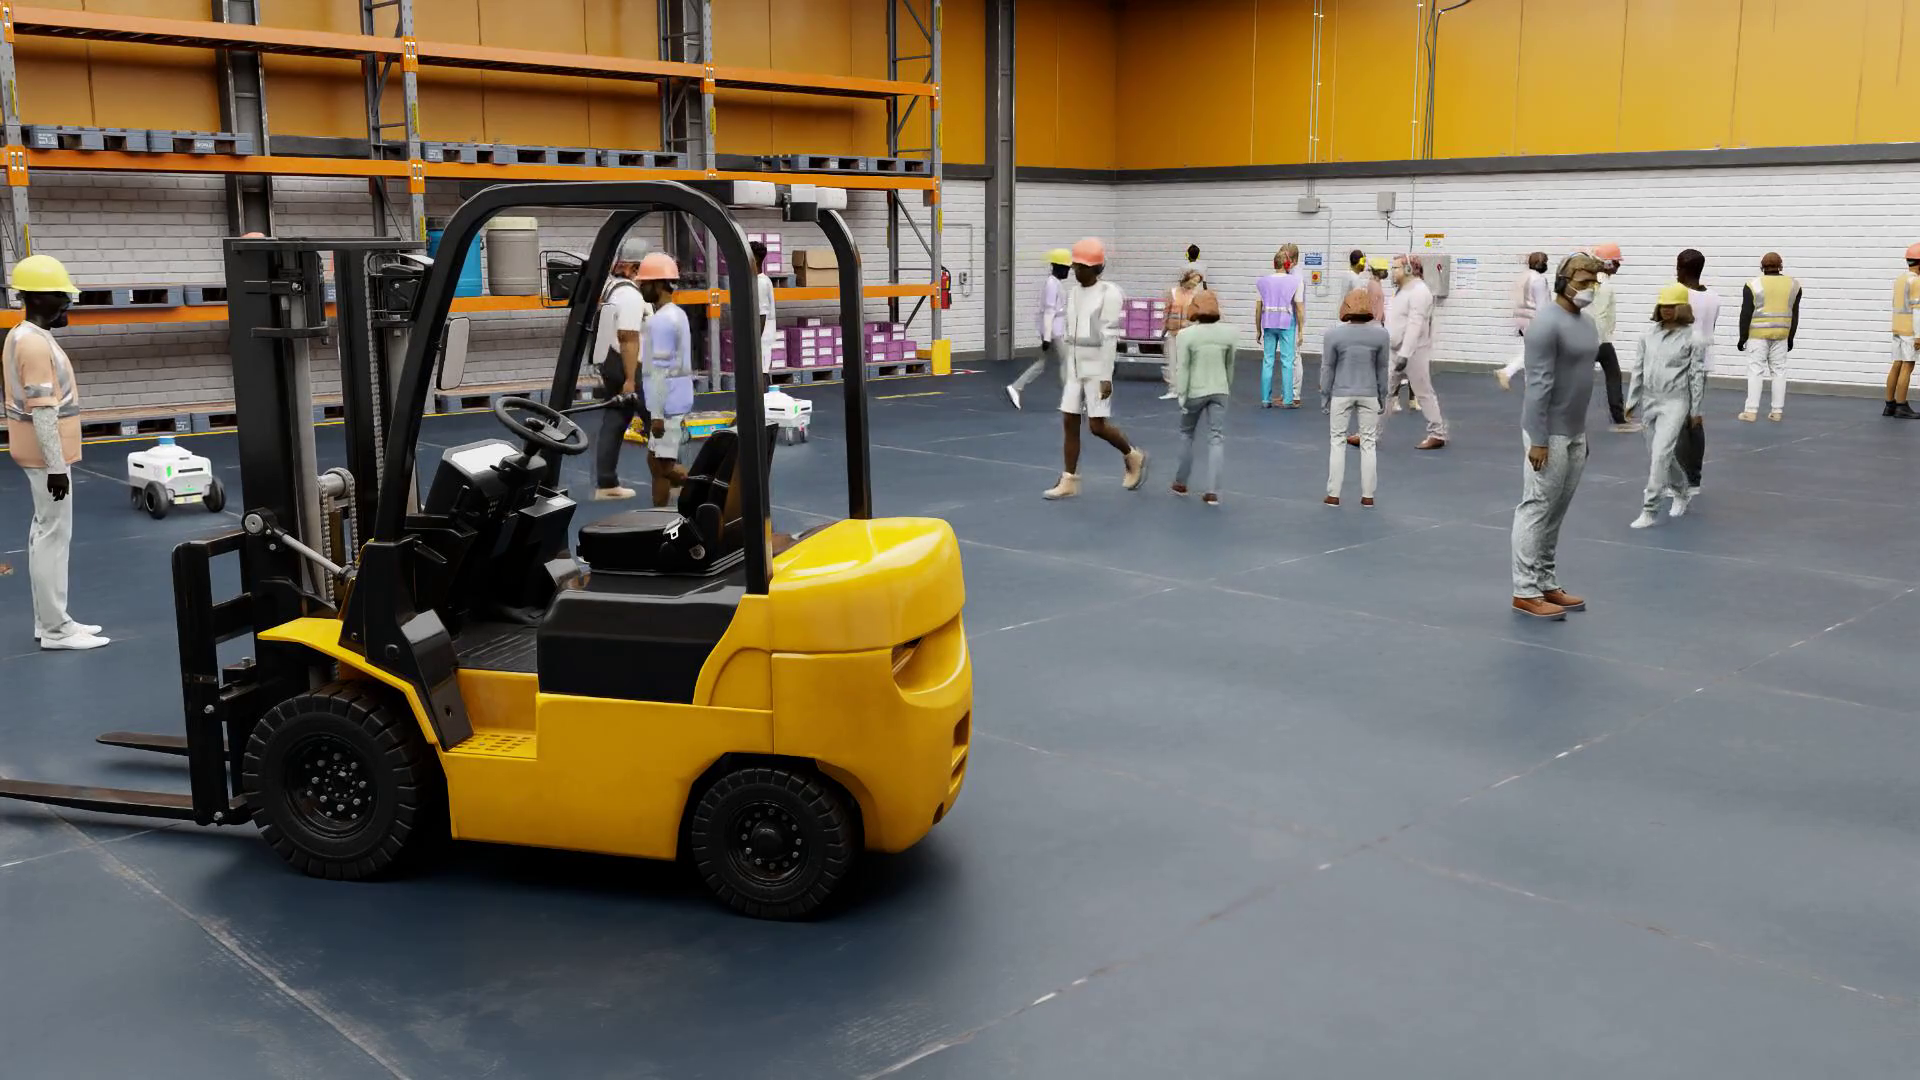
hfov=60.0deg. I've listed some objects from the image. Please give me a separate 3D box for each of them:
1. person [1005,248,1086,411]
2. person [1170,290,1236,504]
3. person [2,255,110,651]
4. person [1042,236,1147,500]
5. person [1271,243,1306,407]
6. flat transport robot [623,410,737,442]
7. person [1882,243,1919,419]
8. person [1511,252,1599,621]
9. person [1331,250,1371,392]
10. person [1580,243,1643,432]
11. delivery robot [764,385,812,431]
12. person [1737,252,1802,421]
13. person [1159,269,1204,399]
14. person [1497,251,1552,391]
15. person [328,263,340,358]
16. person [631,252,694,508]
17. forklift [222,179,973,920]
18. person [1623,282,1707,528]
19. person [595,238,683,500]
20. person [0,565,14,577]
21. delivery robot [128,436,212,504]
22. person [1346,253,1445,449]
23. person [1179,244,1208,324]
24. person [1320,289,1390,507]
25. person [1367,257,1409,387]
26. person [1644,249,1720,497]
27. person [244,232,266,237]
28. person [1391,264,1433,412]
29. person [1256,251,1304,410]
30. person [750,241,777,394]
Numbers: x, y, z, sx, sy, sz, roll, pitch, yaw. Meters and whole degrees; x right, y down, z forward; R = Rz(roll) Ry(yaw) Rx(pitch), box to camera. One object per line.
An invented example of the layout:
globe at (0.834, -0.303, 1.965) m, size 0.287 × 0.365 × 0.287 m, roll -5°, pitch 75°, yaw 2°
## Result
person at (0.991, -2.412, 19.123) m, size 0.877 × 1.885 × 0.594 m, roll 0°, pitch 10°, yaw -2°
person at (1.843, -1.101, 12.741) m, size 0.504 × 1.602 × 0.765 m, roll -2°, pitch 11°, yaw -9°
person at (-4.443, -0.422, 8.155) m, size 0.374 × 1.925 × 0.595 m, roll -6°, pitch 12°, yaw -31°
person at (1.059, -1.297, 12.691) m, size 0.742 × 2.023 × 0.635 m, roll -8°, pitch 13°, yaw -37°
person at (3.897, -2.531, 19.640) m, size 0.370 × 1.934 × 0.627 m, roll 1°, pitch 10°, yaw 4°
flat transport robot at (-2.646, -1.134, 16.559) m, size 1.431 × 0.197 × 0.652 m, roll -9°, pitch 14°, yaw -40°
person at (10.538, -2.311, 18.431) m, size 0.360 × 1.936 × 0.552 m, roll 1°, pitch 10°, yaw 5°
person at (3.185, -0.554, 8.859) m, size 0.372 × 1.935 × 0.629 m, roll 9°, pitch 14°, yaw 41°
person at (5.104, -2.799, 21.365) m, size 0.878 × 1.822 × 0.556 m, roll 2°, pitch 11°, yaw 11°
person at (6.529, -2.081, 17.149) m, size 1.015 × 1.950 × 0.623 m, roll 1°, pitch 10°, yaw 4°
delivery robot at (-1.812, -1.267, 16.254) m, size 0.707 × 0.478 × 0.477 m, roll 5°, pitch 11°, yaw 24°
person at (8.809, -2.215, 18.174) m, size 0.624 × 1.841 × 0.430 m, roll 1°, pitch 10°, yaw 3°
person at (2.752, -2.519, 20.469) m, size 0.608 × 1.613 × 0.324 m, roll 4°, pitch 11°, yaw 22°
person at (7.226, -2.756, 21.165) m, size 0.668 × 1.824 × 0.628 m, roll 0°, pitch 10°, yaw 2°
person at (-4.741, -1.338, 13.111) m, size 0.347 × 1.943 × 0.544 m, roll -4°, pitch 11°, yaw -23°
person at (-1.786, -0.874, 10.653) m, size 0.769 × 1.922 × 0.543 m, roll 0°, pitch 10°, yaw -1°
forklift at (-1.114, -0.058, 5.440) m, size 2.313 × 2.155 × 1.214 m, roll 2°, pitch 11°, yaw 13°
person at (5.004, -0.962, 11.701) m, size 0.830 × 1.710 × 0.486 m, roll -7°, pitch 12°, yaw -33°
person at (-2.383, -1.316, 12.719) m, size 0.947 × 2.000 × 0.695 m, roll -5°, pitch 12°, yaw -26°
person at (-6.173, -0.667, 9.610) m, size 0.973 × 1.903 × 0.633 m, roll -6°, pitch 12°, yaw -30°
delivery robot at (-5.774, -0.518, 12.143) m, size 0.707 × 0.478 × 0.477 m, roll 9°, pitch 15°, yaw 41°
person at (4.168, -1.764, 15.668) m, size 0.993 × 1.855 × 0.654 m, roll -2°, pitch 11°, yaw -12°
person at (3.786, -3.879, 27.159) m, size 0.517 × 1.873 × 0.328 m, roll -2°, pitch 11°, yaw -9°
person at (2.943, -1.053, 12.426) m, size 0.504 × 1.628 × 0.280 m, roll 1°, pitch 10°, yaw 4°
person at (5.539, -2.851, 21.939) m, size 0.890 × 1.720 × 0.538 m, roll 2°, pitch 11°, yaw 13°
person at (5.634, -1.288, 12.900) m, size 0.596 × 1.917 × 0.382 m, roll -8°, pitch 13°, yaw -37°
person at (-5.776, -1.509, 13.763) m, size 0.383 × 2.041 × 0.616 m, roll -9°, pitch 14°, yaw -42°
person at (5.172, -2.312, 19.082) m, size 0.535 × 1.699 × 0.318 m, roll -3°, pitch 11°, yaw -17°
person at (3.711, -2.436, 19.369) m, size 0.567 × 1.839 × 0.377 m, roll 6°, pitch 12°, yaw 29°
person at (-2.035, -2.021, 16.764) m, size 0.367 × 1.966 × 0.604 m, roll -1°, pitch 10°, yaw -3°
